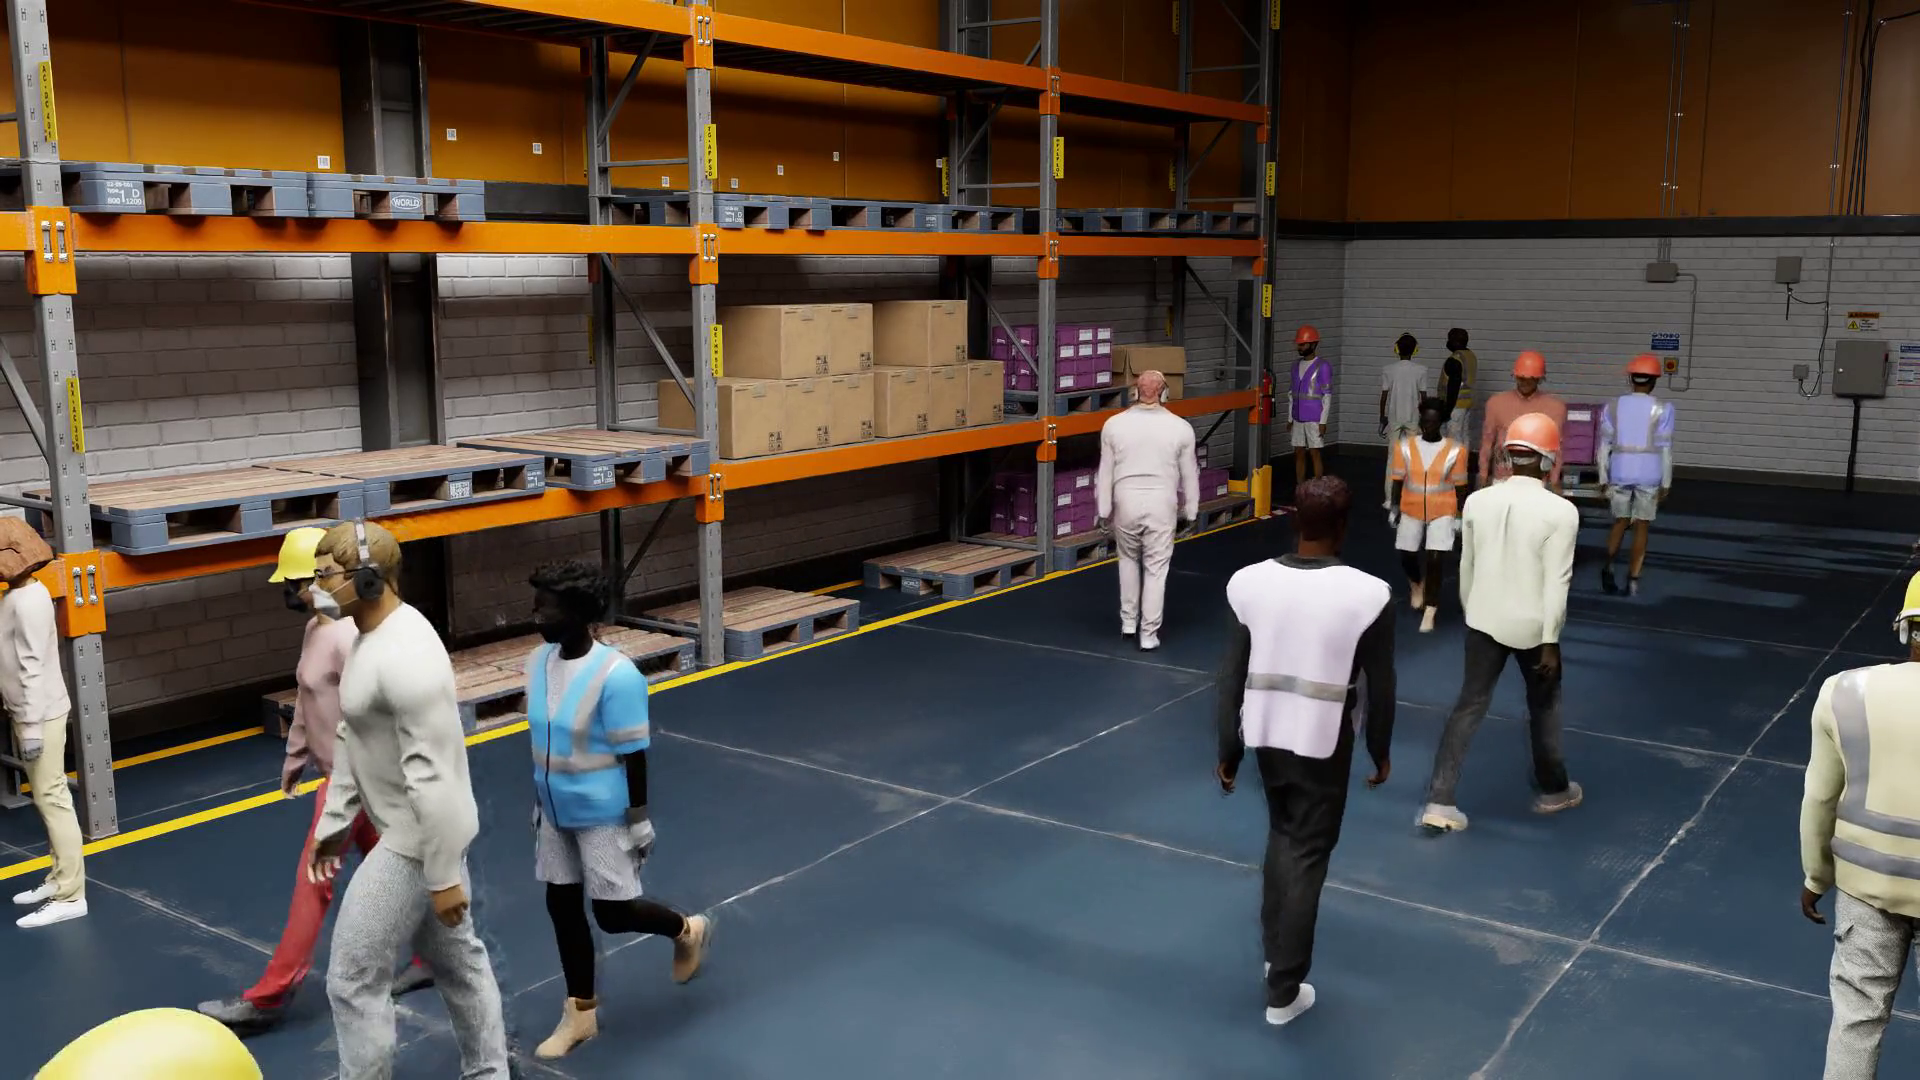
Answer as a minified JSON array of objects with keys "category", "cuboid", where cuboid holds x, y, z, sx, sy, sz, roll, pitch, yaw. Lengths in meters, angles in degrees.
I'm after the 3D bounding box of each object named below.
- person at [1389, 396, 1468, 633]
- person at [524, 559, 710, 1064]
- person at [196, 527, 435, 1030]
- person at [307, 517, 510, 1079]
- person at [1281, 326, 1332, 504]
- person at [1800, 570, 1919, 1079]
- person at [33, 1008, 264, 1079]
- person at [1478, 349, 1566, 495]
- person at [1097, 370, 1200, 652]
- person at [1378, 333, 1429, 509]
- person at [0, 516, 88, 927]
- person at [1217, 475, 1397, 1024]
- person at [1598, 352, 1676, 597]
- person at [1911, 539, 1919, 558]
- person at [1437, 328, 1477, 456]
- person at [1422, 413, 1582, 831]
[{"category":"person","cuboid":[3.353,-0.204,11.879,0.535,1.678,0.555,4,10,24]},{"category":"person","cuboid":[-1.164,0.868,5.558,0.542,1.680,0.598,7,12,37]},{"category":"person","cuboid":[-2.212,0.812,5.736,0.897,1.714,0.552,-6,11,-30]},{"category":"person","cuboid":[-1.691,0.886,4.746,0.823,1.905,0.628,-4,10,-20]},{"category":"person","cuboid":[3.694,-1.314,17.772,0.373,1.934,0.552,-6,11,-34]},{"category":"person","cuboid":[2.653,0.950,4.598,0.600,1.830,0.404,7,12,36]},{"category":"person","cuboid":[-0.853,1.419,1.622,0.600,1.898,0.688,0,10,0]},{"category":"person","cuboid":[4.311,-0.496,12.816,0.619,1.966,0.612,4,10,21]},{"category":"person","cuboid":[1.296,-0.212,11.345,0.683,1.882,0.708,2,10,13]},{"category":"person","cuboid":[4.681,-1.247,17.562,0.515,1.877,0.328,3,10,16]},{"category":"person","cuboid":[-3.695,0.713,6.627,0.272,1.627,0.502,-6,11,-33]},{"category":"person","cuboid":[1.245,0.711,5.844,0.585,1.889,0.694,7,12,36]},{"category":"person","cuboid":[5.268,-0.498,12.965,0.552,1.916,0.493,9,13,42]},{"category":"person","cuboid":[8.770,-0.692,14.503,0.988,1.784,0.628,-6,11,-33]},{"category":"person","cuboid":[5.839,-1.576,19.618,0.430,1.845,0.619,7,12,35]},{"category":"person","cuboid":[2.538,0.381,7.709,1.056,1.940,0.619,-8,13,-40]}]
